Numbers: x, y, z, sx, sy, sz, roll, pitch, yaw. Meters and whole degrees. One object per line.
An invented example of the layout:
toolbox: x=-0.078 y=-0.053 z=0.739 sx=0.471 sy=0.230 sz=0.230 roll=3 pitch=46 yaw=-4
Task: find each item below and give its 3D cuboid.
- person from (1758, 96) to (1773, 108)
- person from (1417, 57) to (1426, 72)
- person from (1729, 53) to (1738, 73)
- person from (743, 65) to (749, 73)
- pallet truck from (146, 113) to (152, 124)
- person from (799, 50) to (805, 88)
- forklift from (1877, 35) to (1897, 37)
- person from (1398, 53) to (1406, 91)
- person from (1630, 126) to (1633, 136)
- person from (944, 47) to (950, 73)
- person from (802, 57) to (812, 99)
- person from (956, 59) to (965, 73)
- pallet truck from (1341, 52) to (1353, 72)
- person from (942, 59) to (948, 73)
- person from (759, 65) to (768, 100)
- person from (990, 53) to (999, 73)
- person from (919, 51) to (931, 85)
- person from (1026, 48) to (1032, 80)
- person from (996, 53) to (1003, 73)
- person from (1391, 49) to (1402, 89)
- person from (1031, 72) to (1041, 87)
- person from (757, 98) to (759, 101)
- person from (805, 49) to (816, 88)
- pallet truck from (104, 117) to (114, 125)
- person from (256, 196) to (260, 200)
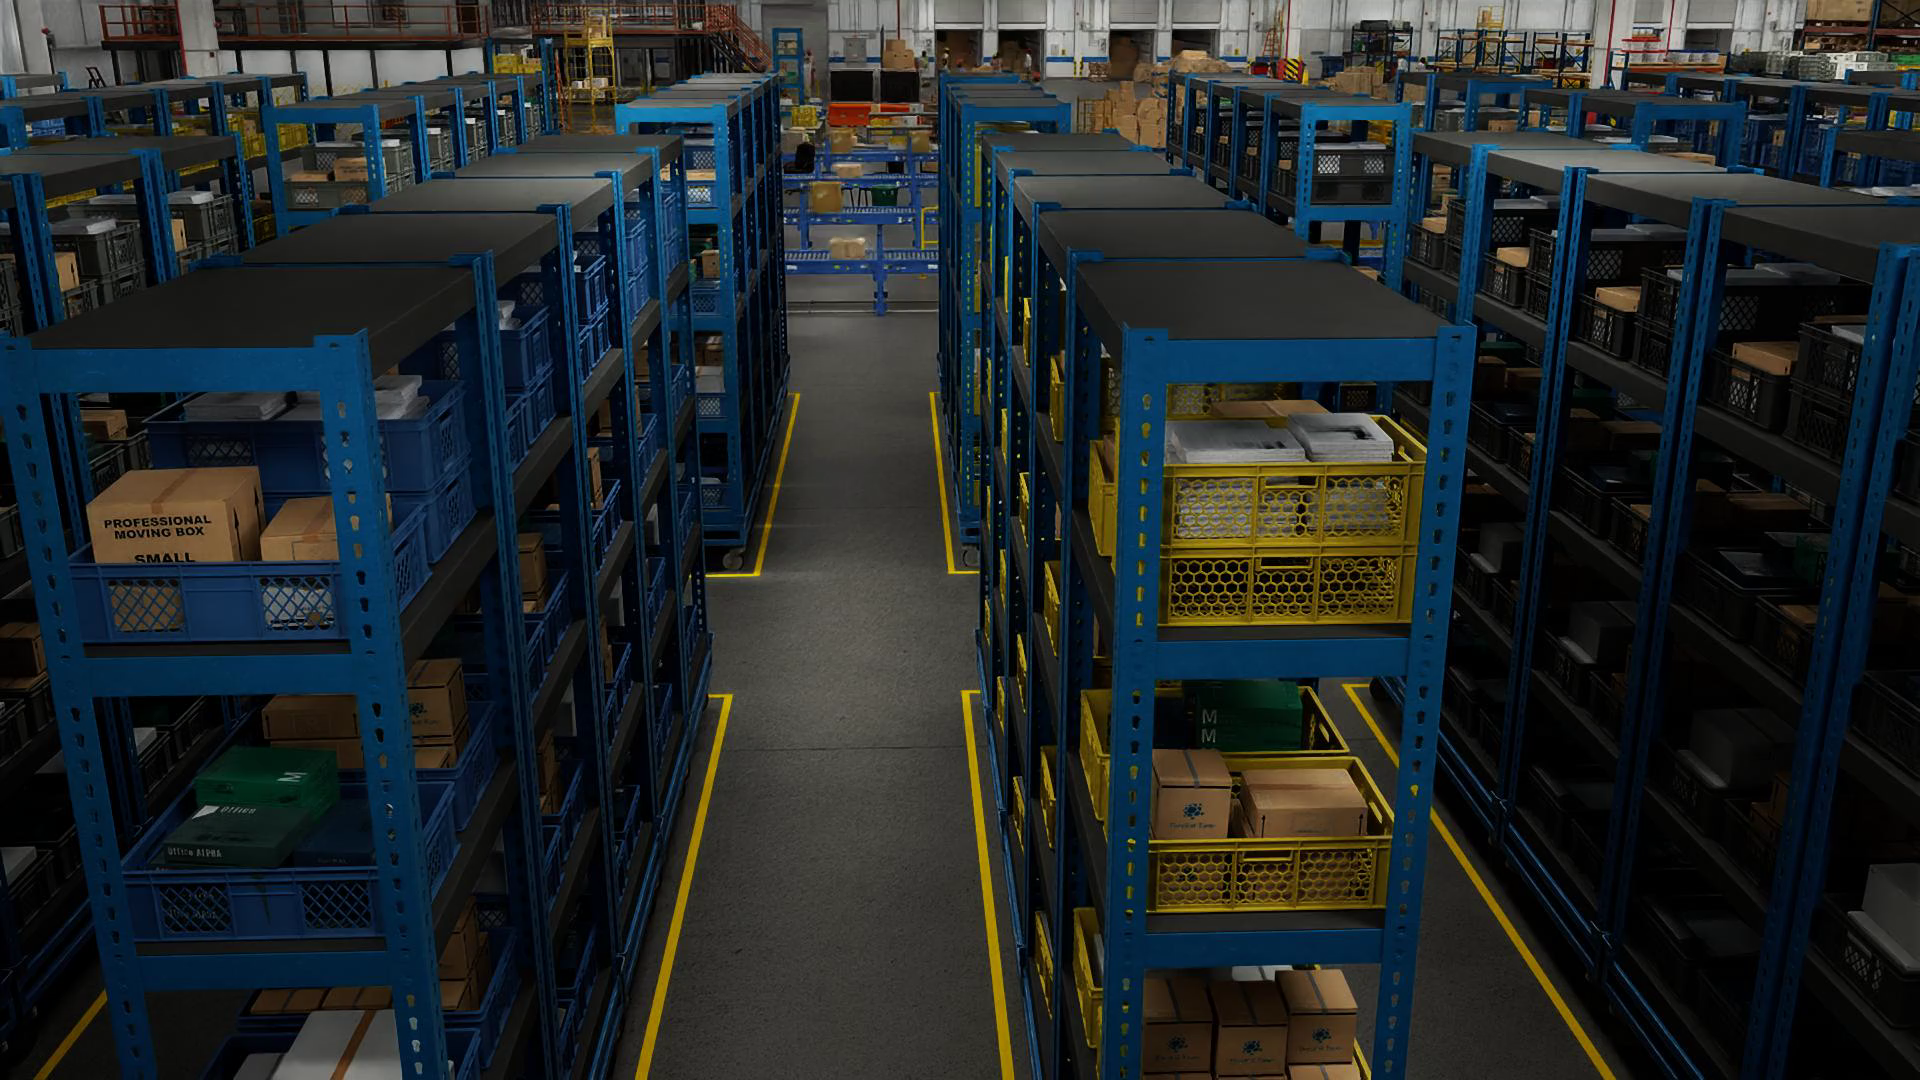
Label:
person: x=29.213 y=-16.000 z=60.338 sx=0.583 sy=1.899 sz=0.806 roll=-9 pitch=20 yaw=-26
person: x=21.790 y=-21.864 z=78.594 sx=0.430 sy=1.838 sz=0.623 roll=2 pitch=18 yaw=5
person: x=37.930 y=-22.922 z=81.731 sx=0.454 sy=1.919 sz=0.647 roll=-4 pitch=18 yaw=-11
person: x=-8.475 y=-17.816 z=65.921 sx=0.369 sy=1.928 sz=0.586 roll=12 pitch=21 yaw=32
pallet truck: x=-18.087 y=-8.309 z=36.390 sx=1.885 sy=1.965 sz=0.823 roll=-1 pitch=18 yaw=-4
person: x=-8.144 y=-24.362 z=86.149 sx=0.402 sy=1.943 sz=0.609 roll=10 pitch=20 yaw=28
forklift: x=44.183 y=-22.805 z=79.833 sx=1.129 sy=2.768 sz=1.873 roll=-1 pitch=18 yaw=-2
person: x=22.377 y=-23.711 z=84.246 sx=0.350 sy=1.879 sz=0.578 roll=-8 pitch=19 yaw=-22
person: x=19.944 y=-12.293 z=49.219 sx=0.572 sy=1.679 sz=0.699 roll=15 pitch=23 yaw=39
person: x=-0.802 y=-26.947 z=94.205 sx=0.791 sy=1.905 sz=0.597 roll=-2 pitch=18 yaw=-6
person: x=-7.091 y=-21.381 z=77.012 sx=0.342 sy=1.902 sz=0.747 roll=-14 pitch=22 yaw=-37
person: x=-0.003 y=-19.715 z=71.719 sx=1.061 sy=1.986 sz=0.610 roll=-6 pitch=19 yaw=-18
pallet truck: x=18.794 y=-23.123 z=82.231 sx=0.823 sy=1.965 sz=1.885 roll=-13 pitch=22 yaw=-35
person: x=-0.699 y=-20.928 z=75.644 sx=0.318 sy=1.870 sz=0.531 roll=2 pitch=18 yaw=7
person: x=-7.626 y=-17.364 z=64.341 sx=0.884 sy=2.000 sz=0.685 roll=3 pitch=18 yaw=10
person: x=1.836 y=-24.821 z=87.860 sx=0.530 sy=1.765 sz=0.326 roll=-9 pitch=20 yaw=-26
person: x=-1.881 y=-25.517 z=89.940 sx=0.643 sy=1.815 sz=0.793 roll=-10 pitch=20 yaw=-28
person: x=3.807 y=-26.276 z=92.105 sx=0.465 sy=1.925 sz=0.542 roll=4 pitch=18 yaw=11
person: x=2.079 y=-26.029 z=91.751 sx=0.536 sy=1.671 sz=0.786 roll=-1 pitch=18 yaw=-3
person: x=22.766 y=-24.486 z=86.485 sx=0.644 sy=1.970 sz=0.504 roll=-14 pitch=23 yaw=-37
person: x=2.704 y=-15.981 z=60.291 sx=0.983 sy=1.898 sz=0.552 roll=12 pitch=22 yaw=33
person: x=-5.717 y=-11.522 z=46.673 sx=1.015 sy=1.802 sz=0.481 roll=1 pitch=18 yaw=4
person: x=-7.858 y=-24.620 z=86.869 sx=0.622 sy=1.992 sz=0.395 roll=4 pitch=18 yaw=13
pallet truck: x=-18.367 y=-7.885 z=35.078 sx=1.885 sy=1.965 sz=0.823 roll=1 pitch=18 yaw=2
person: x=-8.738 y=-3.372 z=21.120 sx=0.623 sy=1.990 sz=0.392 roll=8 pitch=20 yaw=23
